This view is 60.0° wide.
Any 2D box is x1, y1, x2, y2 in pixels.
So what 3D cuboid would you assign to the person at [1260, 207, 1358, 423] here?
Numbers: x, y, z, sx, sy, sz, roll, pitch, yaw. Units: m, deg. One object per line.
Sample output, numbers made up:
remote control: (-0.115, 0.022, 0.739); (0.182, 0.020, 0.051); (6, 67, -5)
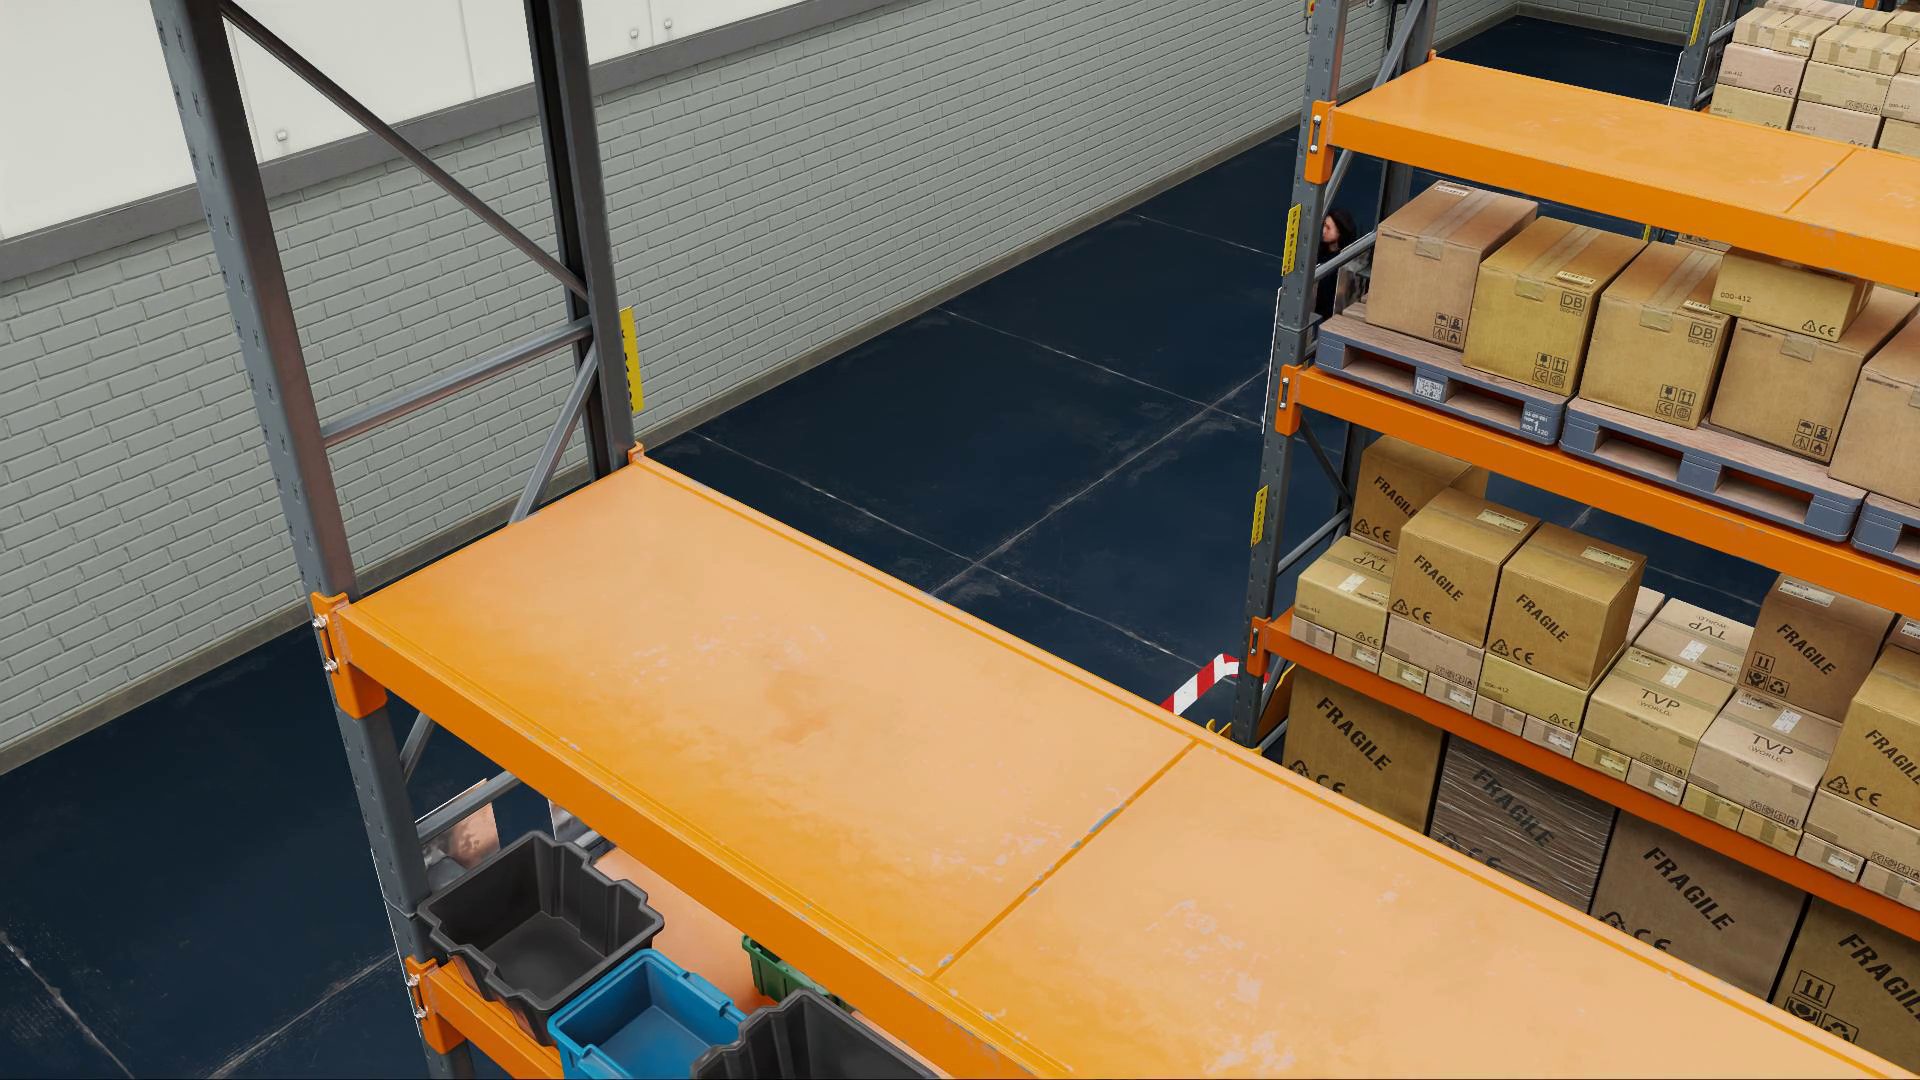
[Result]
person: (2.932, -1.745, 12.946); (1.090, 1.790, 1.183); (-11, 35, -16)
